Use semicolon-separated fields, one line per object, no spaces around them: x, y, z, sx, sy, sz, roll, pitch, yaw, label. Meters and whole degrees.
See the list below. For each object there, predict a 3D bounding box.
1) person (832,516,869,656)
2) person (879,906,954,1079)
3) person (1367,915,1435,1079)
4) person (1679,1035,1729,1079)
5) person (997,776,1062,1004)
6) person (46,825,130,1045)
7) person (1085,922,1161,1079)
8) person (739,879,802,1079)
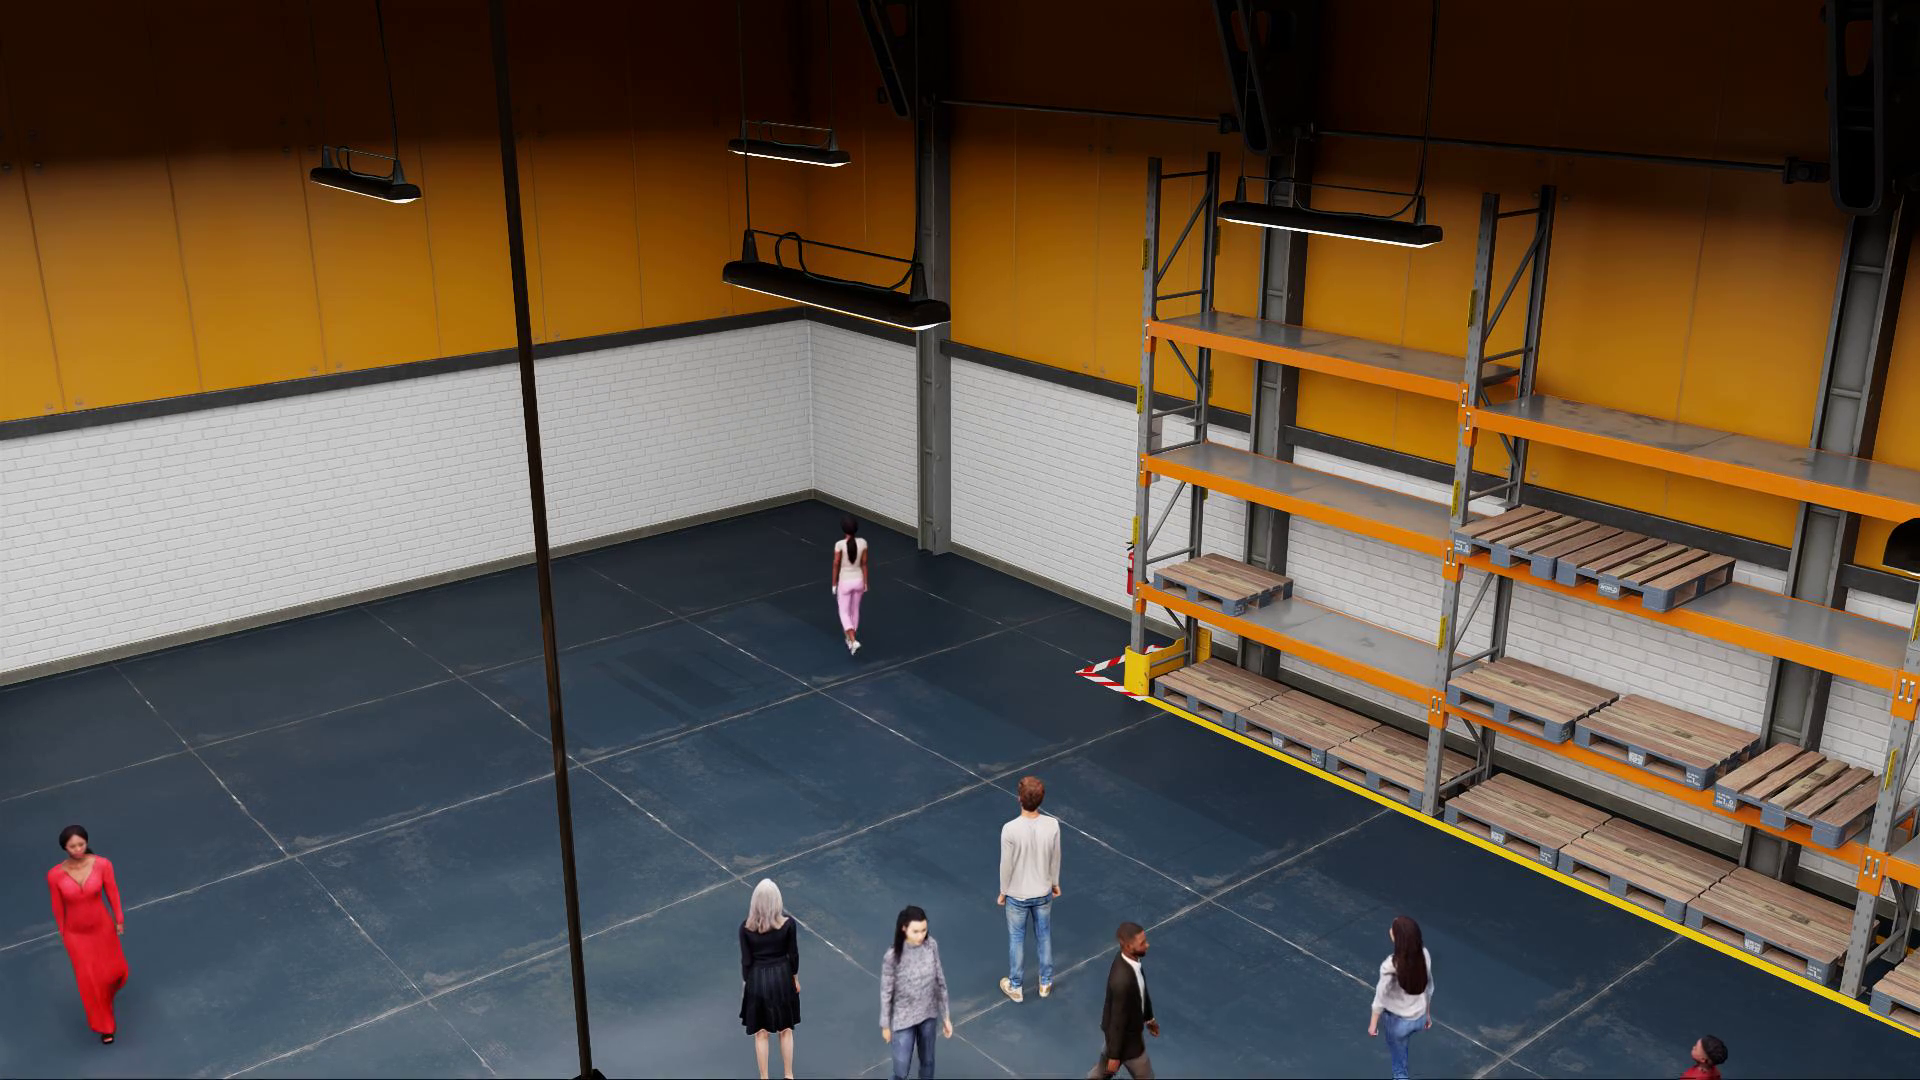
-1.295;0.569;19.869;0.798;1.729;1.027;-7;20;-19;person
-0.327;3.314;11.720;0.678;1.726;0.666;-10;21;-27;person
3.169;3.407;11.625;0.663;1.613;0.657;-11;22;-30;person
4.895;3.833;10.930;0.689;1.247;0.550;16;25;40;person
0.549;2.751;13.113;0.754;1.904;0.733;-5;19;-14;person
-6.645;2.959;12.703;0.704;1.772;0.928;-10;21;-28;person
1.038;3.414;11.390;1.253;1.749;1.155;3;19;8;person
-1.364;3.221;11.967;0.696;1.746;0.711;-4;19;-12;person
